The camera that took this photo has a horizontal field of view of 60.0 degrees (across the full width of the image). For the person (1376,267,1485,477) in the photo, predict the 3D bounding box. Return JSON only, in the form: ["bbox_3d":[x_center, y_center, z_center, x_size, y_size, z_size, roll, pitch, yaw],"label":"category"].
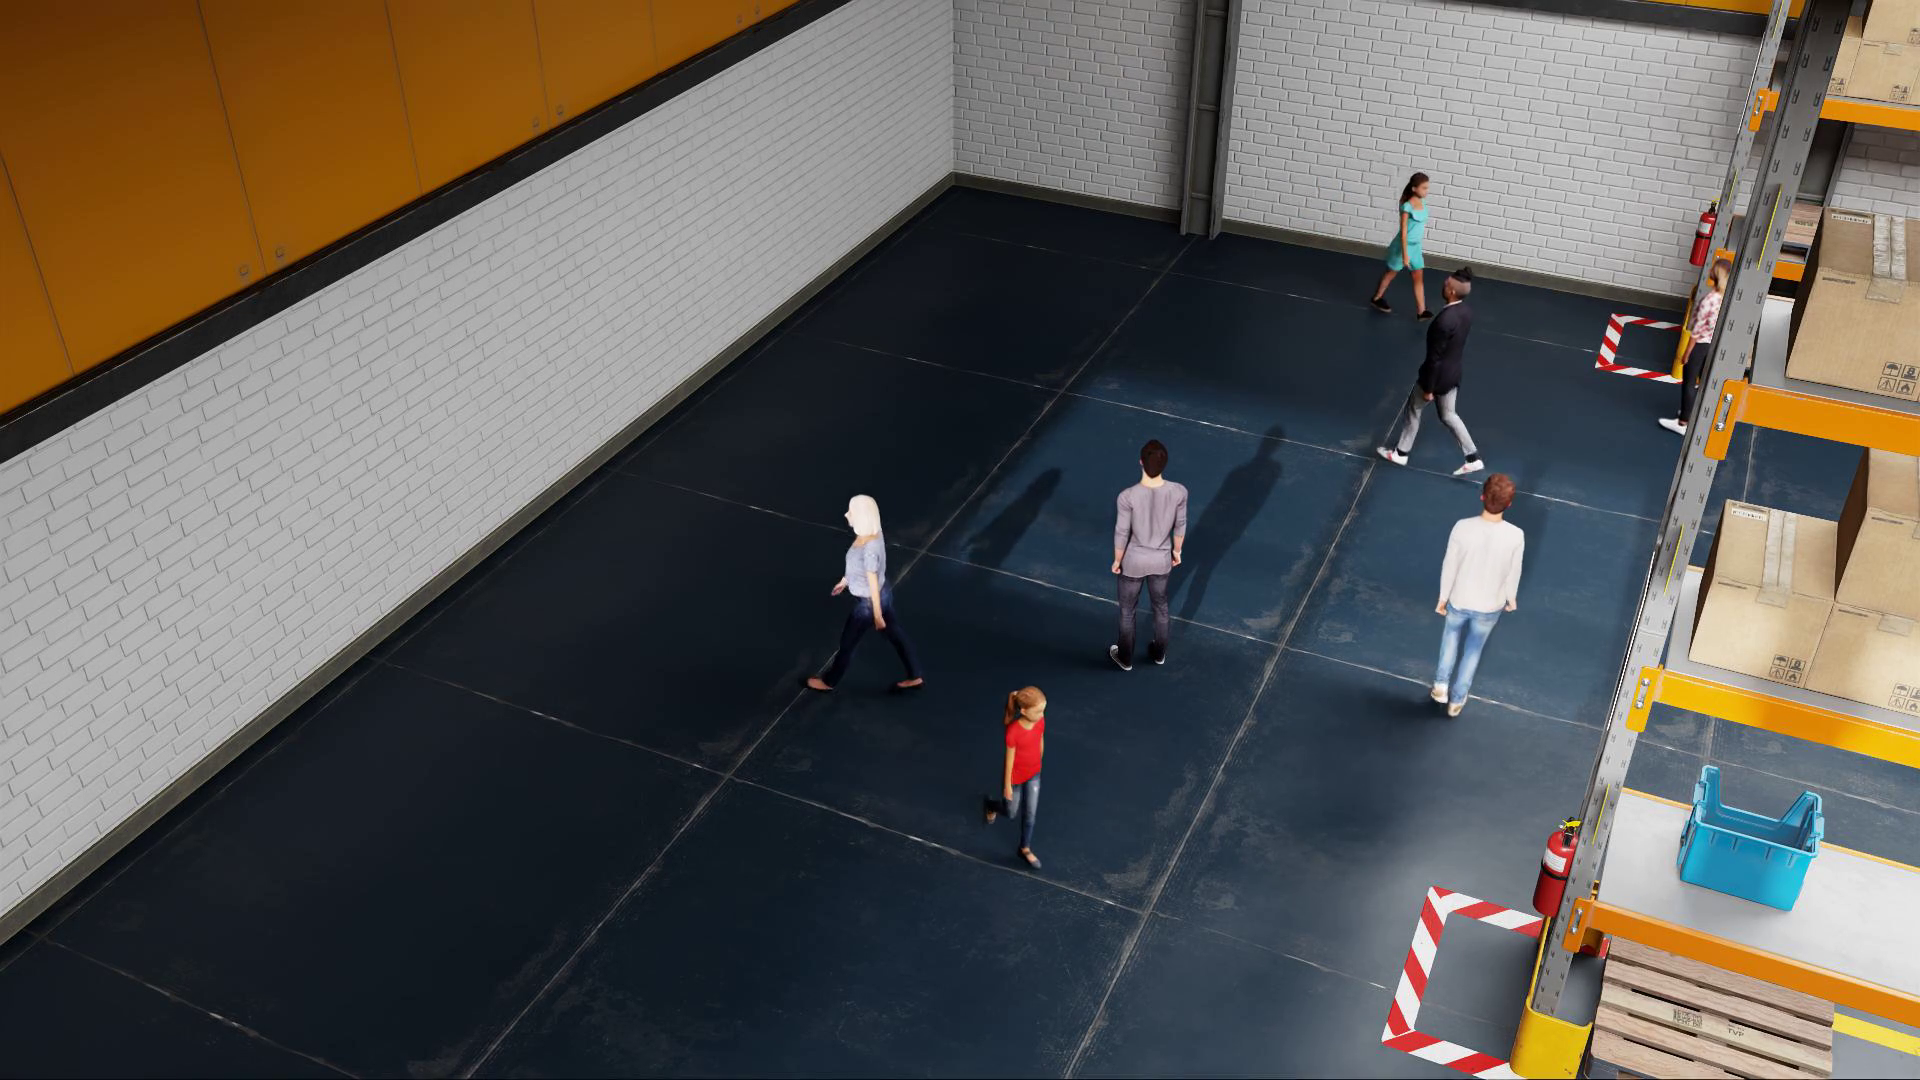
[{"bbox_3d":[4.139,-1.373,13.995,1.277,1.917,0.967,28,43,36],"label":"person"}]

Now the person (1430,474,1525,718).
[{"bbox_3d":[3.490,0.445,11.286,0.512,1.889,0.717,14,36,20],"label":"person"}]

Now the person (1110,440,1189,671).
[{"bbox_3d":[1.329,0.115,11.815,0.708,1.854,0.804,-7,34,-11],"label":"person"}]

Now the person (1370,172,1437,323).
[{"bbox_3d":[4.427,-2.951,16.730,0.866,1.518,1.113,-24,41,-32],"label":"person"}]

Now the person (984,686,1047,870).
[{"bbox_3d":[0.340,1.427,10.347,0.718,1.293,0.852,-20,38,-27],"label":"person"}]

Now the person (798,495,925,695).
[{"bbox_3d":[-0.518,0.424,11.514,1.194,1.671,0.891,2,34,3],"label":"person"}]

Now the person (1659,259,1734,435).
[{"bbox_3d":[6.633,-1.729,14.791,0.634,1.629,0.650,-20,39,-28],"label":"person"}]
